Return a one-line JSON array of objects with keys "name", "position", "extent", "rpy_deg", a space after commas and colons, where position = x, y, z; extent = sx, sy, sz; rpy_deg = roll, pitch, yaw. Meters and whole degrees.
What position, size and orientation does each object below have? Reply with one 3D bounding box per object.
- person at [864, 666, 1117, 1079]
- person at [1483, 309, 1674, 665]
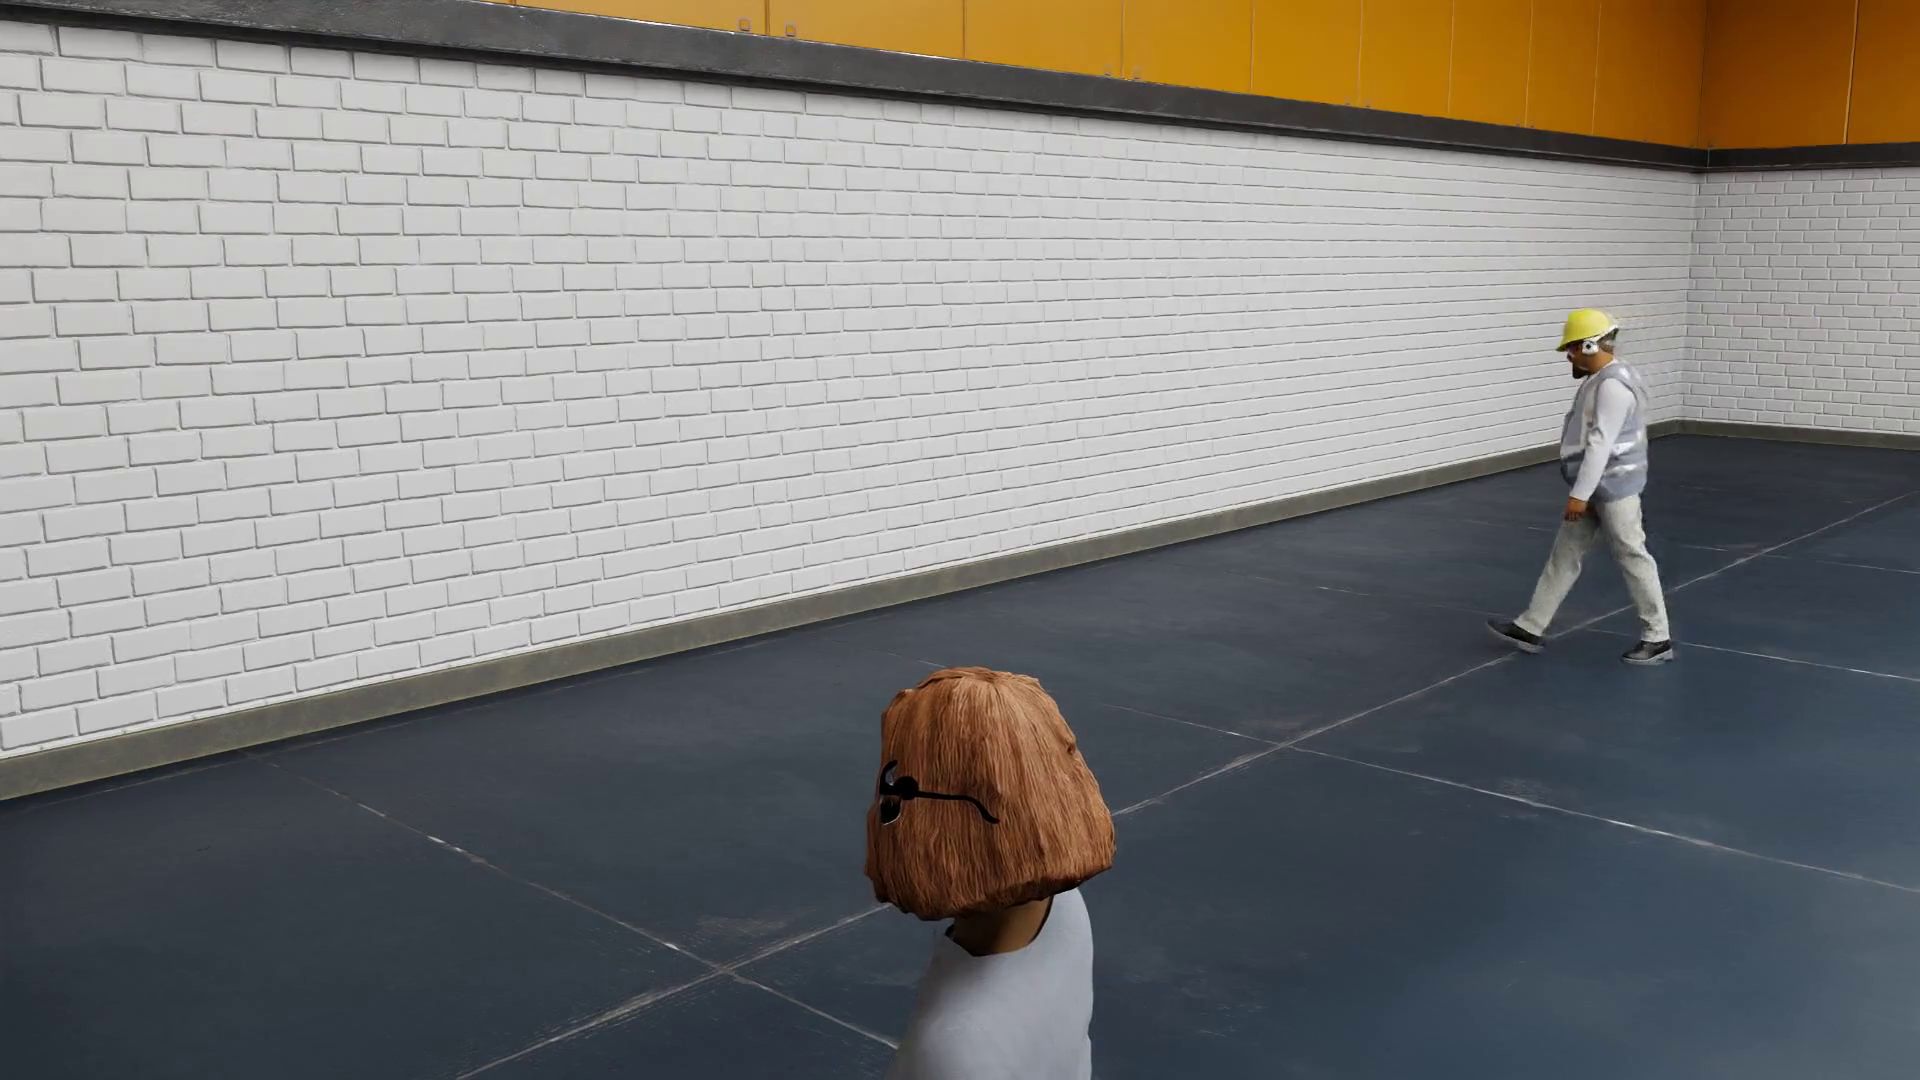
[{"name": "person", "position": [0.024, 0.941, 1.881], "extent": [0.285, 1.633, 0.497], "rpy_deg": [2, 10, 11]}, {"name": "person", "position": [3.198, -0.266, 8.393], "extent": [0.912, 1.762, 0.567], "rpy_deg": [1, 10, 6]}]
